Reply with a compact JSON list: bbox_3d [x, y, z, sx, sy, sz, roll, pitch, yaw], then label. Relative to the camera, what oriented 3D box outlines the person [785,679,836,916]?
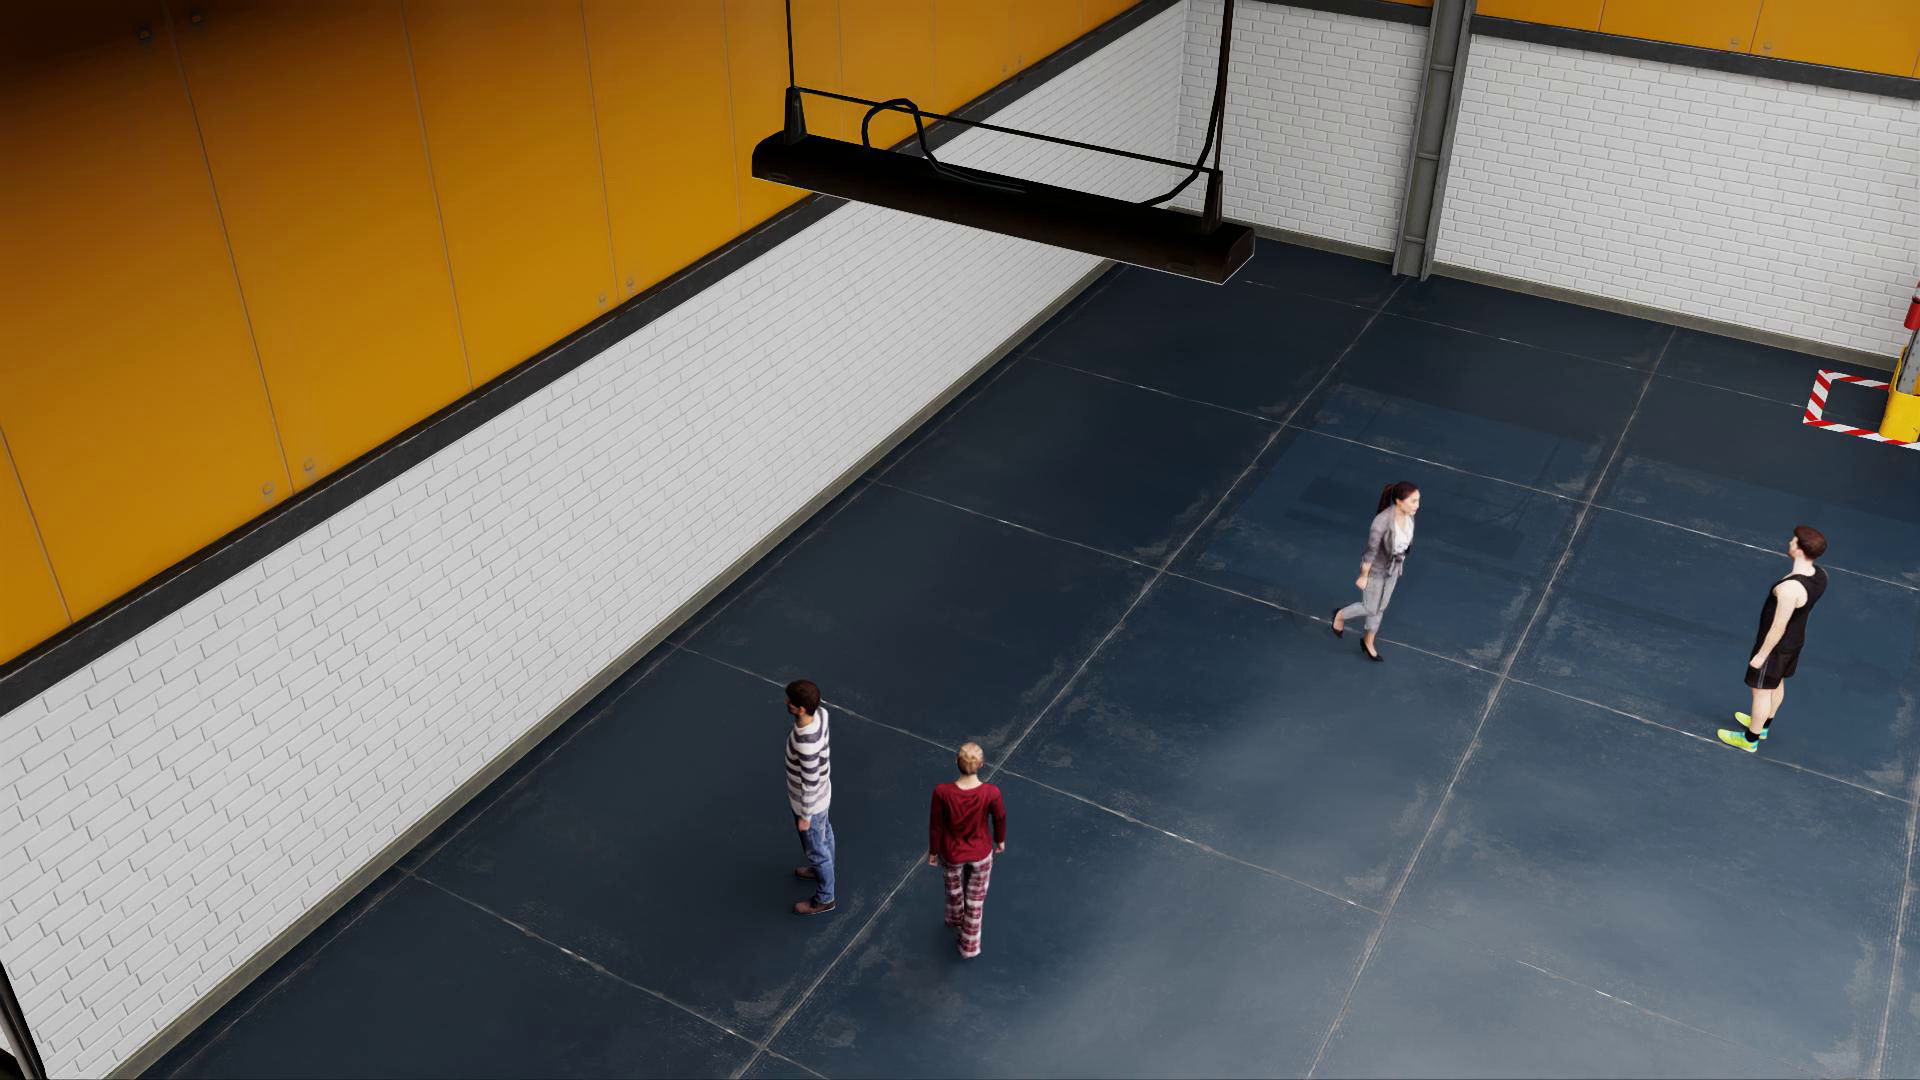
[{"bbox_3d":[-0.963,1.654,10.855,0.715,1.854,0.725,0,34,0],"label":"person"}]

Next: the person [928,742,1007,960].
[{"bbox_3d":[0.036,1.996,10.493,0.771,1.685,0.845,1,34,2],"label":"person"}]

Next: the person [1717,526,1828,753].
[{"bbox_3d":[6.012,0.736,12.205,0.751,1.889,0.685,-26,42,-34],"label":"person"}]

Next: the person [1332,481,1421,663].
[{"bbox_3d":[3.281,0.195,13.227,0.773,1.658,0.886,-23,40,-31],"label":"person"}]
